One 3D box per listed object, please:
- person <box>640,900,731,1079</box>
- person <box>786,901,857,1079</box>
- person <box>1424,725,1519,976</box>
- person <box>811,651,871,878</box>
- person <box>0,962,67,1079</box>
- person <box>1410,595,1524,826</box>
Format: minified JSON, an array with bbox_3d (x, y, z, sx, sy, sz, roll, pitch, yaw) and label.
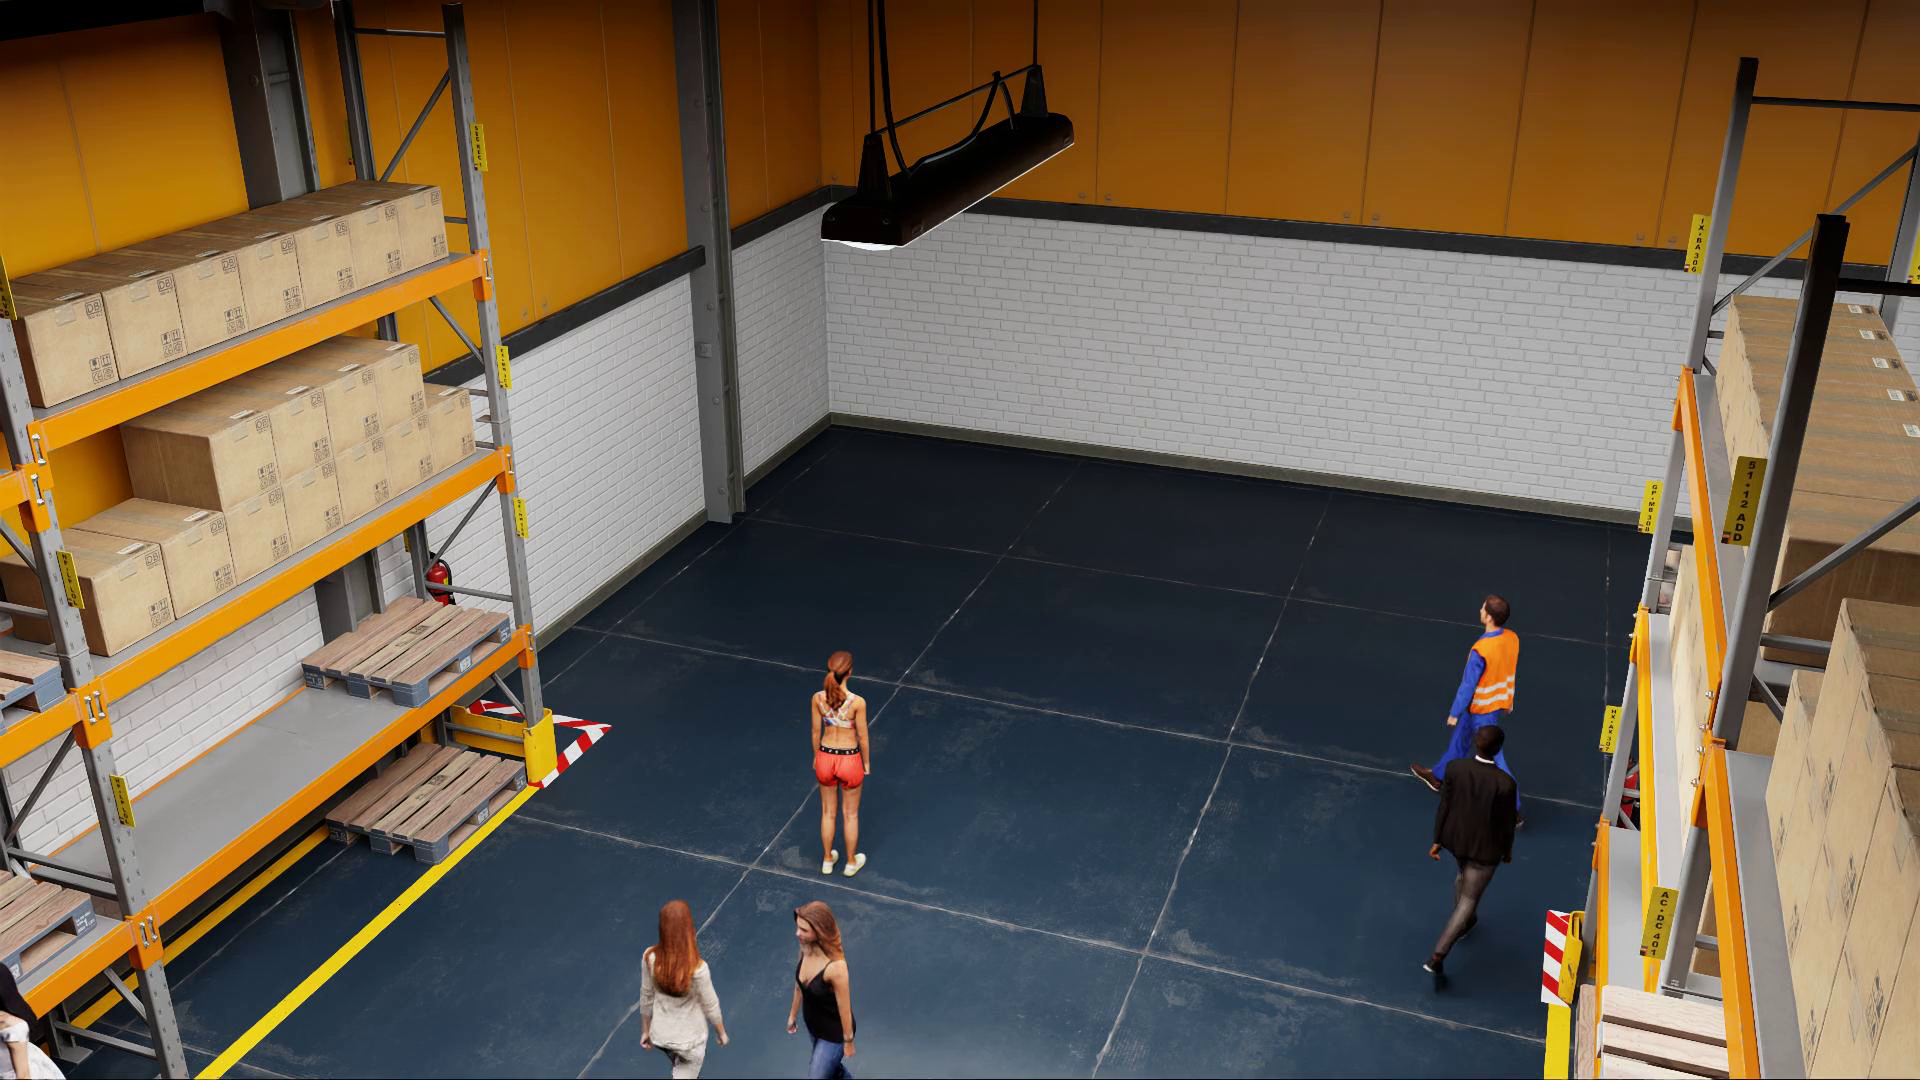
[{"bbox_3d":[-1.623,2.836,9.328,0.619,1.685,0.840,10,25,21],"label":"person"},{"bbox_3d":[-0.684,2.757,9.494,0.921,1.698,0.829,-14,27,-30],"label":"person"},{"bbox_3d":[3.350,2.079,10.963,0.968,1.762,1.235,21,31,39],"label":"person"},{"bbox_3d":[-0.871,1.622,11.980,0.612,1.786,0.585,5,24,10],"label":"person"},{"bbox_3d":[-4.988,2.979,8.896,0.800,1.769,0.775,-18,30,-36],"label":"person"},{"bbox_3d":[4.051,1.326,12.619,1.287,1.817,1.140,-21,31,-39],"label":"person"}]
